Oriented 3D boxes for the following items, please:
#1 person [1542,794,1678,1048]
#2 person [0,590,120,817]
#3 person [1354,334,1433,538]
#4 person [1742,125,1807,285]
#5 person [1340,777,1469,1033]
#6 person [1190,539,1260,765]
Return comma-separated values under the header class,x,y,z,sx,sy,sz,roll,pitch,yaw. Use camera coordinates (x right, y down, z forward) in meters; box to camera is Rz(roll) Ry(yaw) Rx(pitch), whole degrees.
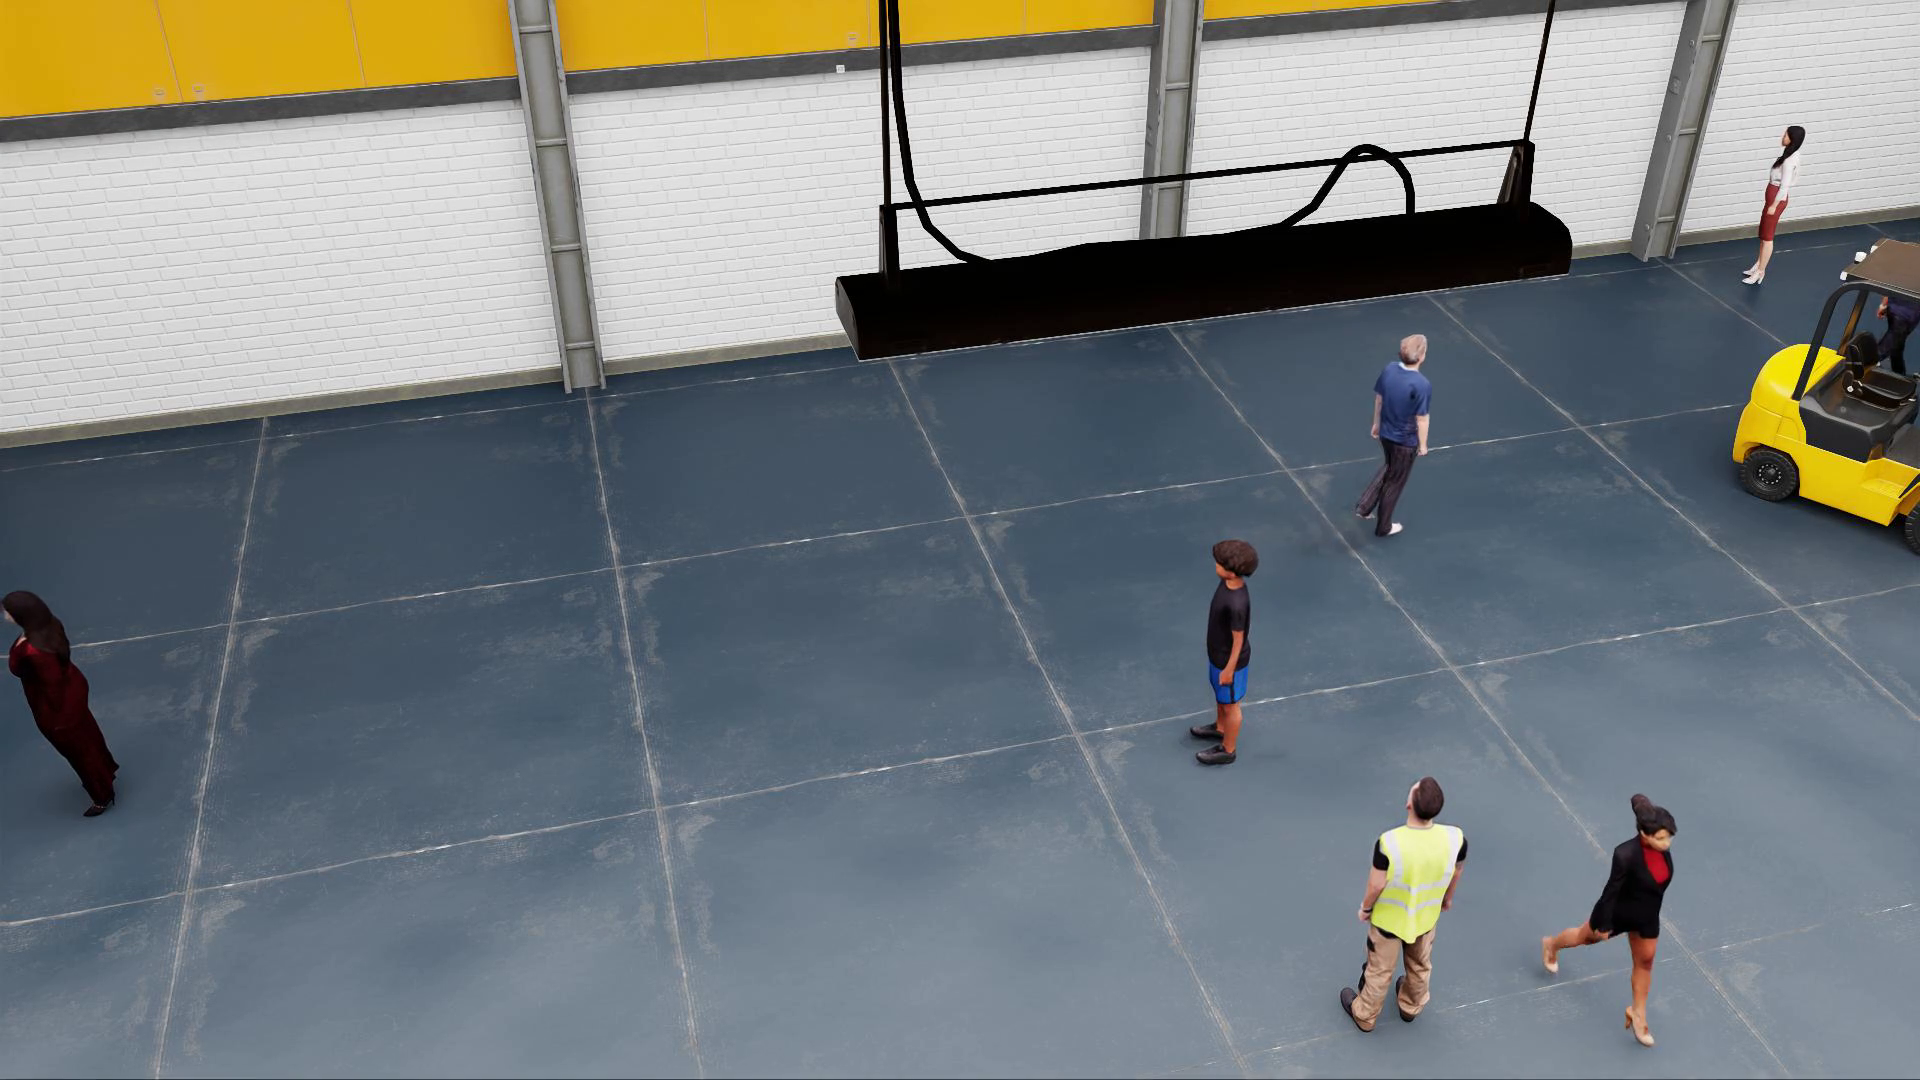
class,x,y,z,sx,sy,sz,roll,pitch,yaw
person,3.707,2.100,9.481,1.041,1.596,0.784,-16,37,-23
person,-5.899,1.044,10.929,0.651,1.753,0.699,-14,36,-20
person,3.531,-0.810,13.622,0.770,1.858,0.743,-17,37,-24
person,8.791,-3.618,17.944,0.704,1.751,0.670,13,36,19
person,2.496,2.051,9.328,0.679,1.847,0.783,-5,34,-7
person,1.833,0.756,11.325,0.626,1.793,0.666,0,34,0
